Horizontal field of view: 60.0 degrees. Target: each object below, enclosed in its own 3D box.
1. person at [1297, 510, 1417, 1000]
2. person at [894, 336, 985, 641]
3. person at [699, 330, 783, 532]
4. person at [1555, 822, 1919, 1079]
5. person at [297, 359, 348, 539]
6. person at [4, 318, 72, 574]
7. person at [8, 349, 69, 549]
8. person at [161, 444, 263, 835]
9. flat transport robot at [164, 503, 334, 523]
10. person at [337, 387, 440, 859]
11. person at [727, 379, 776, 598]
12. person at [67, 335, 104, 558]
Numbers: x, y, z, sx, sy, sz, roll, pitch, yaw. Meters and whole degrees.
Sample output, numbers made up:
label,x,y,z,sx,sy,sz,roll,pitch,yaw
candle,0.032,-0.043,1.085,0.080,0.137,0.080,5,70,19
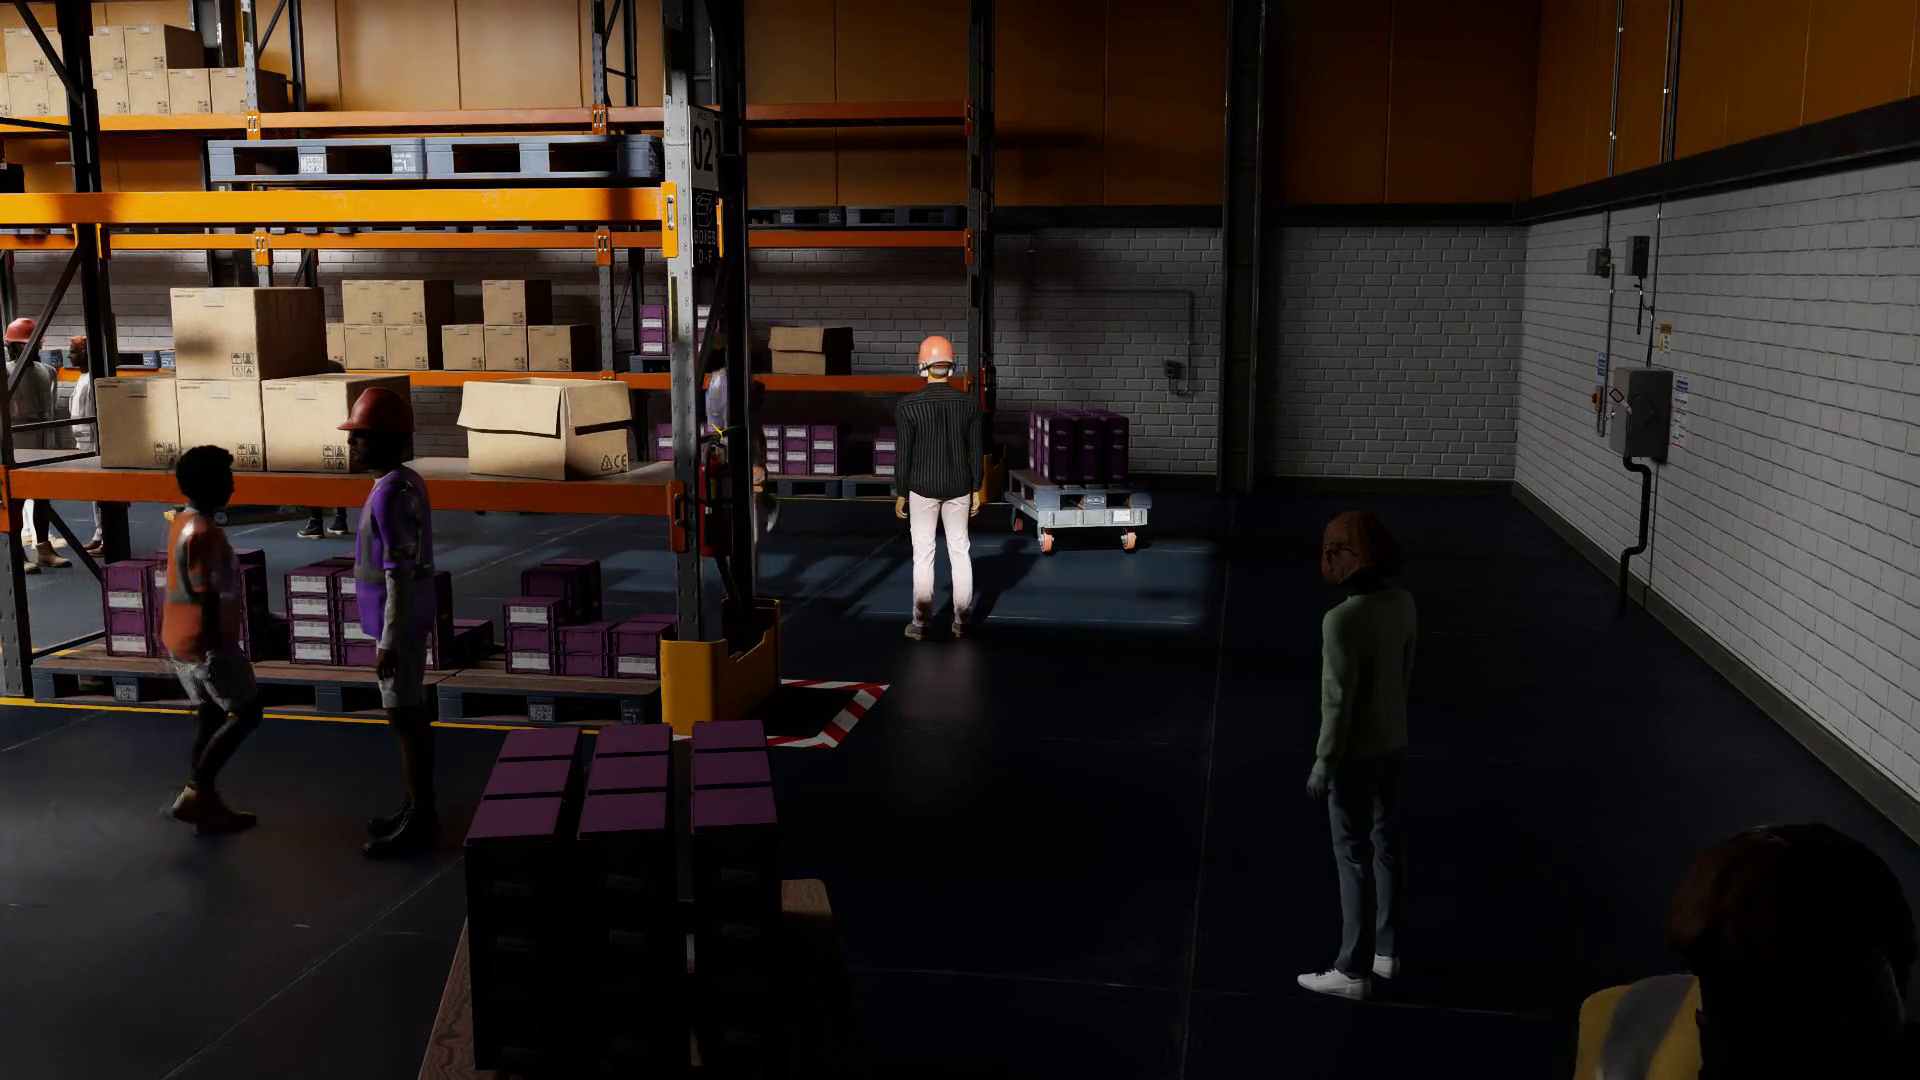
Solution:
label,x,y,z,sx,sy,sz,roll,pitch,yaw
person,1.330,0.710,5.541,0.282,1.633,0.498,9,13,43
person,-0.139,-0.333,10.887,0.612,1.997,0.375,-3,10,-17
person,-2.063,-0.958,15.094,0.796,1.899,0.592,-3,10,-20
person,0.931,1.211,1.859,0.711,1.814,0.584,7,12,38
person,-5.832,-0.993,15.075,0.374,1.966,0.608,6,11,35
person,-7.453,-0.757,13.371,0.397,2.043,0.609,3,10,21
person,-8.115,-0.844,14.539,0.633,1.843,0.429,8,12,41
person,-3.197,0.433,7.087,0.357,1.679,0.548,-6,11,-34
flat transport robot,-6.921,-0.327,16.189,1.431,0.197,0.652,-6,11,-34
person,-2.346,0.339,6.884,0.342,1.942,0.552,-2,9,-14
person,-1.551,-0.356,12.148,0.314,1.637,0.531,1,9,5
person,-7.339,-0.793,14.092,0.355,1.883,0.574,-7,11,-37
